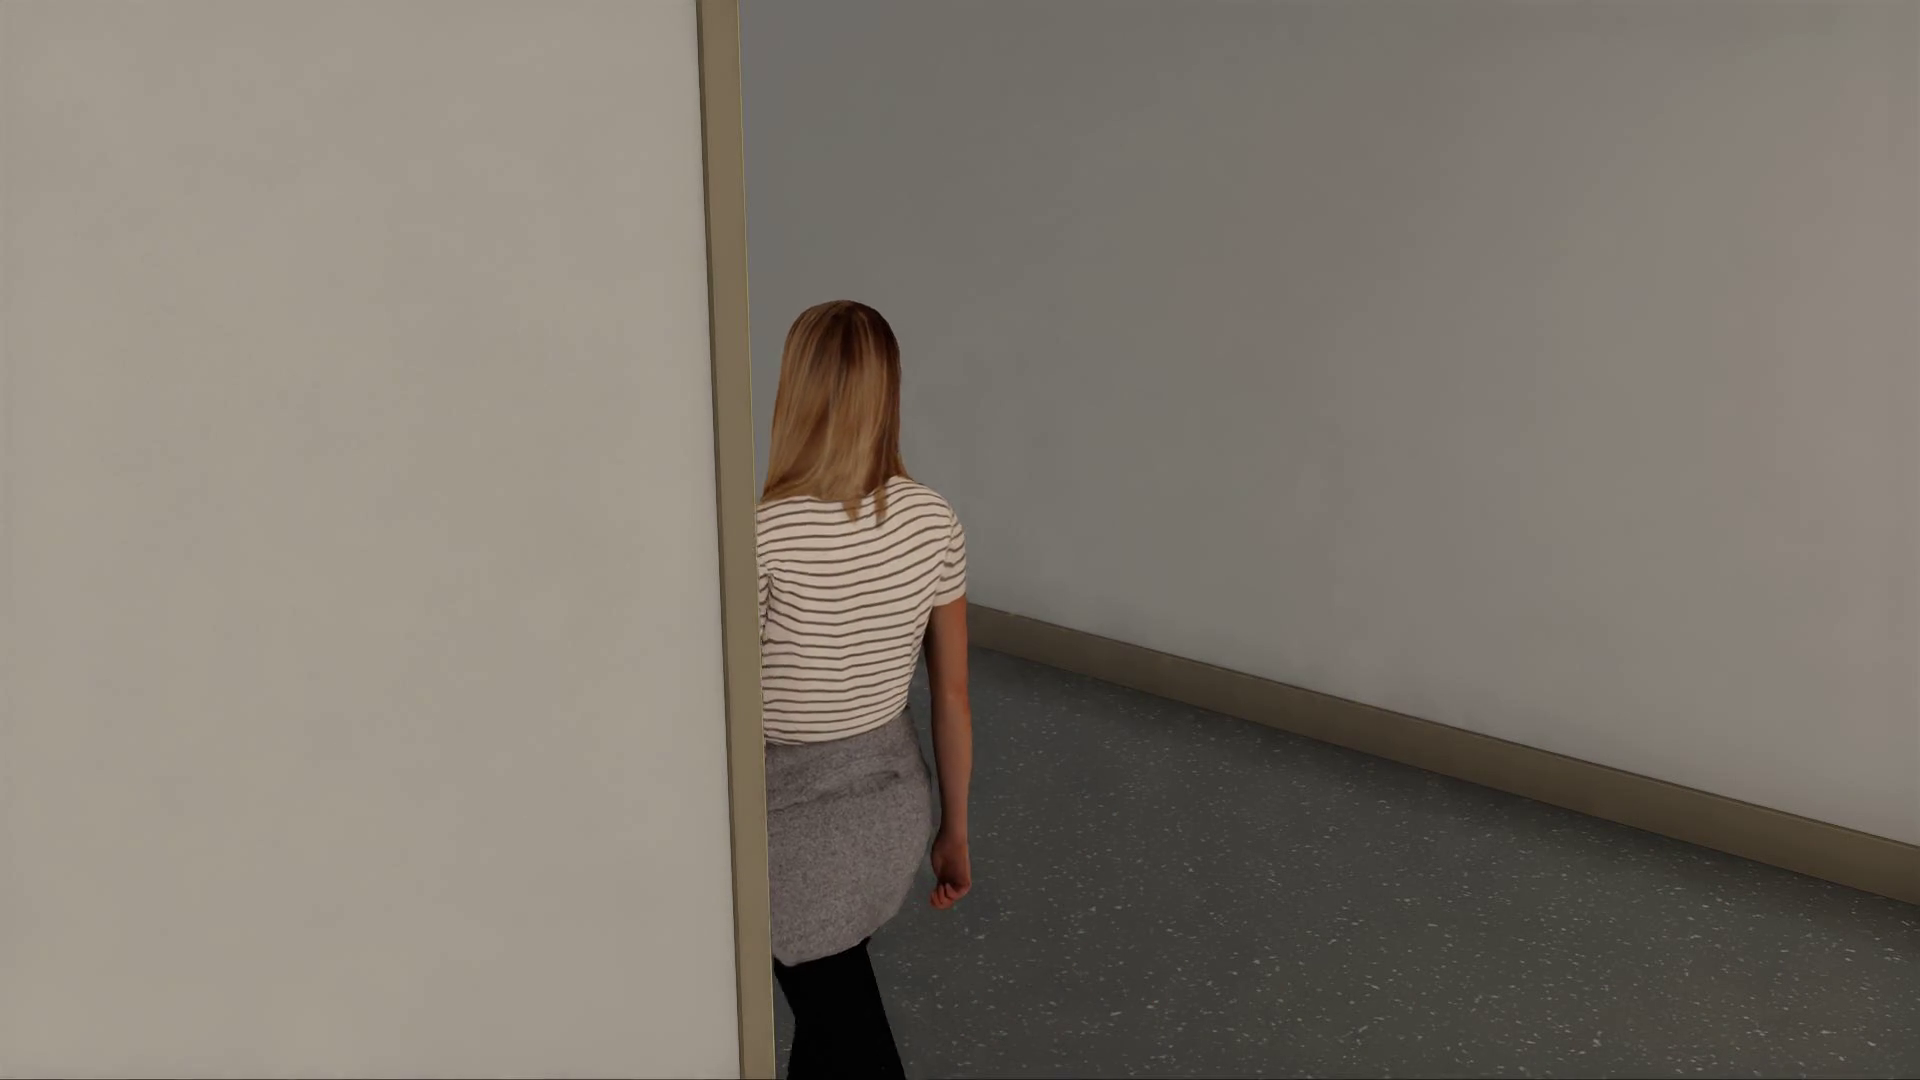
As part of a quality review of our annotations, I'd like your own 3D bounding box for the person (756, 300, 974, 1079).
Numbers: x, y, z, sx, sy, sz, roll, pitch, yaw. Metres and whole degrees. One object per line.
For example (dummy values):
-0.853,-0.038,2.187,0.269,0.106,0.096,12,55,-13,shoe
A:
-0.150,0.563,2.699,1.196,1.777,0.835,-12,19,-35,person
